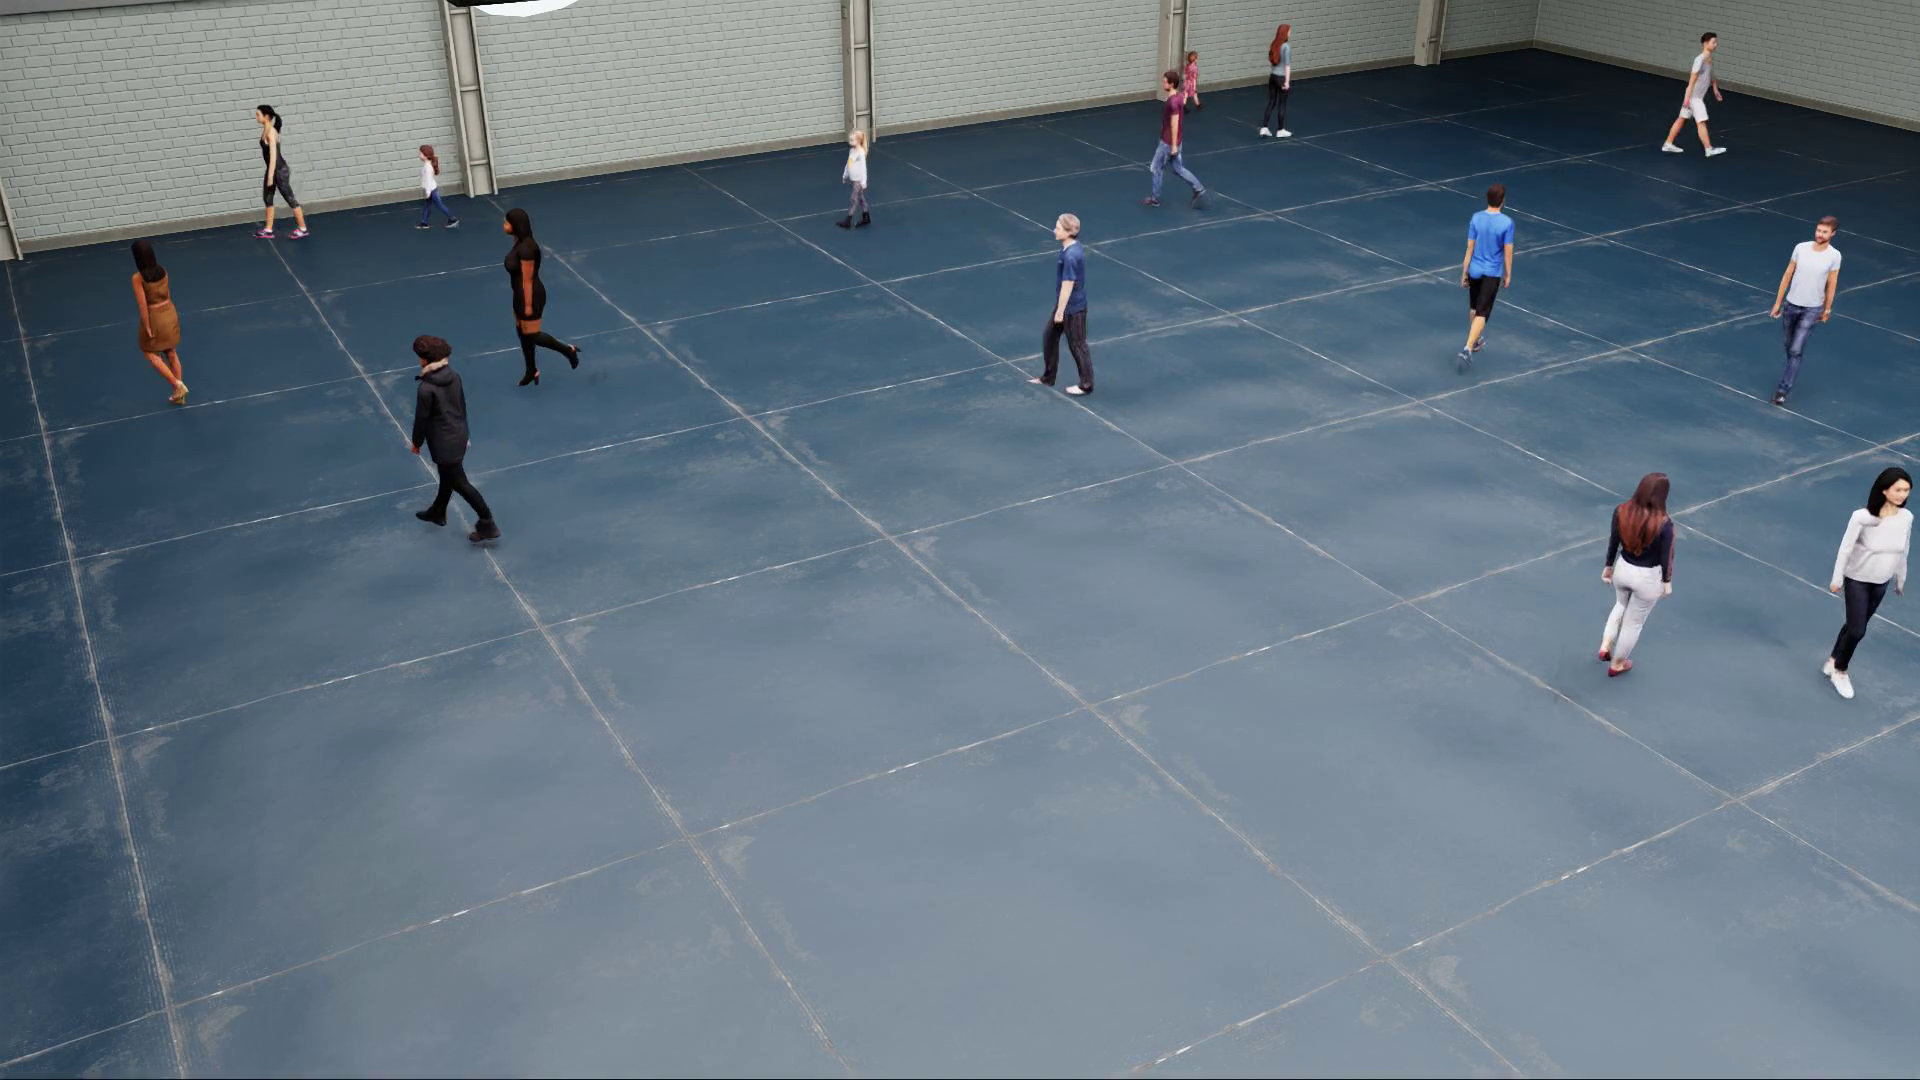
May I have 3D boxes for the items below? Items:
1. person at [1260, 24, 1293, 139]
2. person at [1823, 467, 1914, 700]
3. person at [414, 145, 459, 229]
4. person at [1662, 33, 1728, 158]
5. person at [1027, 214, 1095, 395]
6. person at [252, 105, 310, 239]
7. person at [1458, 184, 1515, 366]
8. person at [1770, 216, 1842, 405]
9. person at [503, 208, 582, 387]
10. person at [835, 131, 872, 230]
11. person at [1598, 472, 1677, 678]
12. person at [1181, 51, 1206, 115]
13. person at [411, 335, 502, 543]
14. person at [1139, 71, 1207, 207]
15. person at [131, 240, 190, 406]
[{"bbox_3d":[4.949,-7.165,25.967,0.740,1.745,0.576,-14,30,-25],"label":"person"},{"bbox_3d":[6.297,0.237,11.650,0.694,1.692,0.791,-5,28,-10],"label":"person"},{"bbox_3d":[-6.848,-4.596,21.695,0.807,1.089,0.536,-9,29,-17],"label":"person"},{"bbox_3d":[10.917,-6.651,24.908,1.098,1.801,1.218,17,32,29],"label":"person"},{"bbox_3d":[1.179,-2.313,16.436,1.039,1.844,0.921,1,27,1],"label":"person"},{"bbox_3d":[-8.583,-4.679,21.177,0.894,1.711,0.596,-16,31,-28],"label":"person"},{"bbox_3d":[5.411,-2.707,17.215,0.993,1.832,1.280,17,32,30],"label":"person"},{"bbox_3d":[8.360,-2.310,16.442,1.247,1.834,0.817,-24,36,-38],"label":"person"},{"bbox_3d":[-4.214,-2.396,16.605,0.942,1.838,0.729,-10,29,-19],"label":"person"},{"bbox_3d":[-1.285,-4.720,21.745,0.786,1.263,0.532,-12,30,-22],"label":"person"},{"bbox_3d":[4.722,0.280,11.670,0.592,1.599,0.620,-18,32,-31],"label":"person"},{"bbox_3d":[3.781,-7.557,27.541,0.724,1.002,0.488,-19,33,-32],"label":"person"},{"bbox_3d":[-4.118,-0.786,13.592,1.138,1.733,1.119,9,29,17],"label":"person"},{"bbox_3d":[2.931,-5.370,22.405,1.202,1.816,1.140,8,28,15],"label":"person"},{"bbox_3d":[-7.729,-2.086,16.179,0.787,1.677,0.735,12,30,22],"label":"person"}]
